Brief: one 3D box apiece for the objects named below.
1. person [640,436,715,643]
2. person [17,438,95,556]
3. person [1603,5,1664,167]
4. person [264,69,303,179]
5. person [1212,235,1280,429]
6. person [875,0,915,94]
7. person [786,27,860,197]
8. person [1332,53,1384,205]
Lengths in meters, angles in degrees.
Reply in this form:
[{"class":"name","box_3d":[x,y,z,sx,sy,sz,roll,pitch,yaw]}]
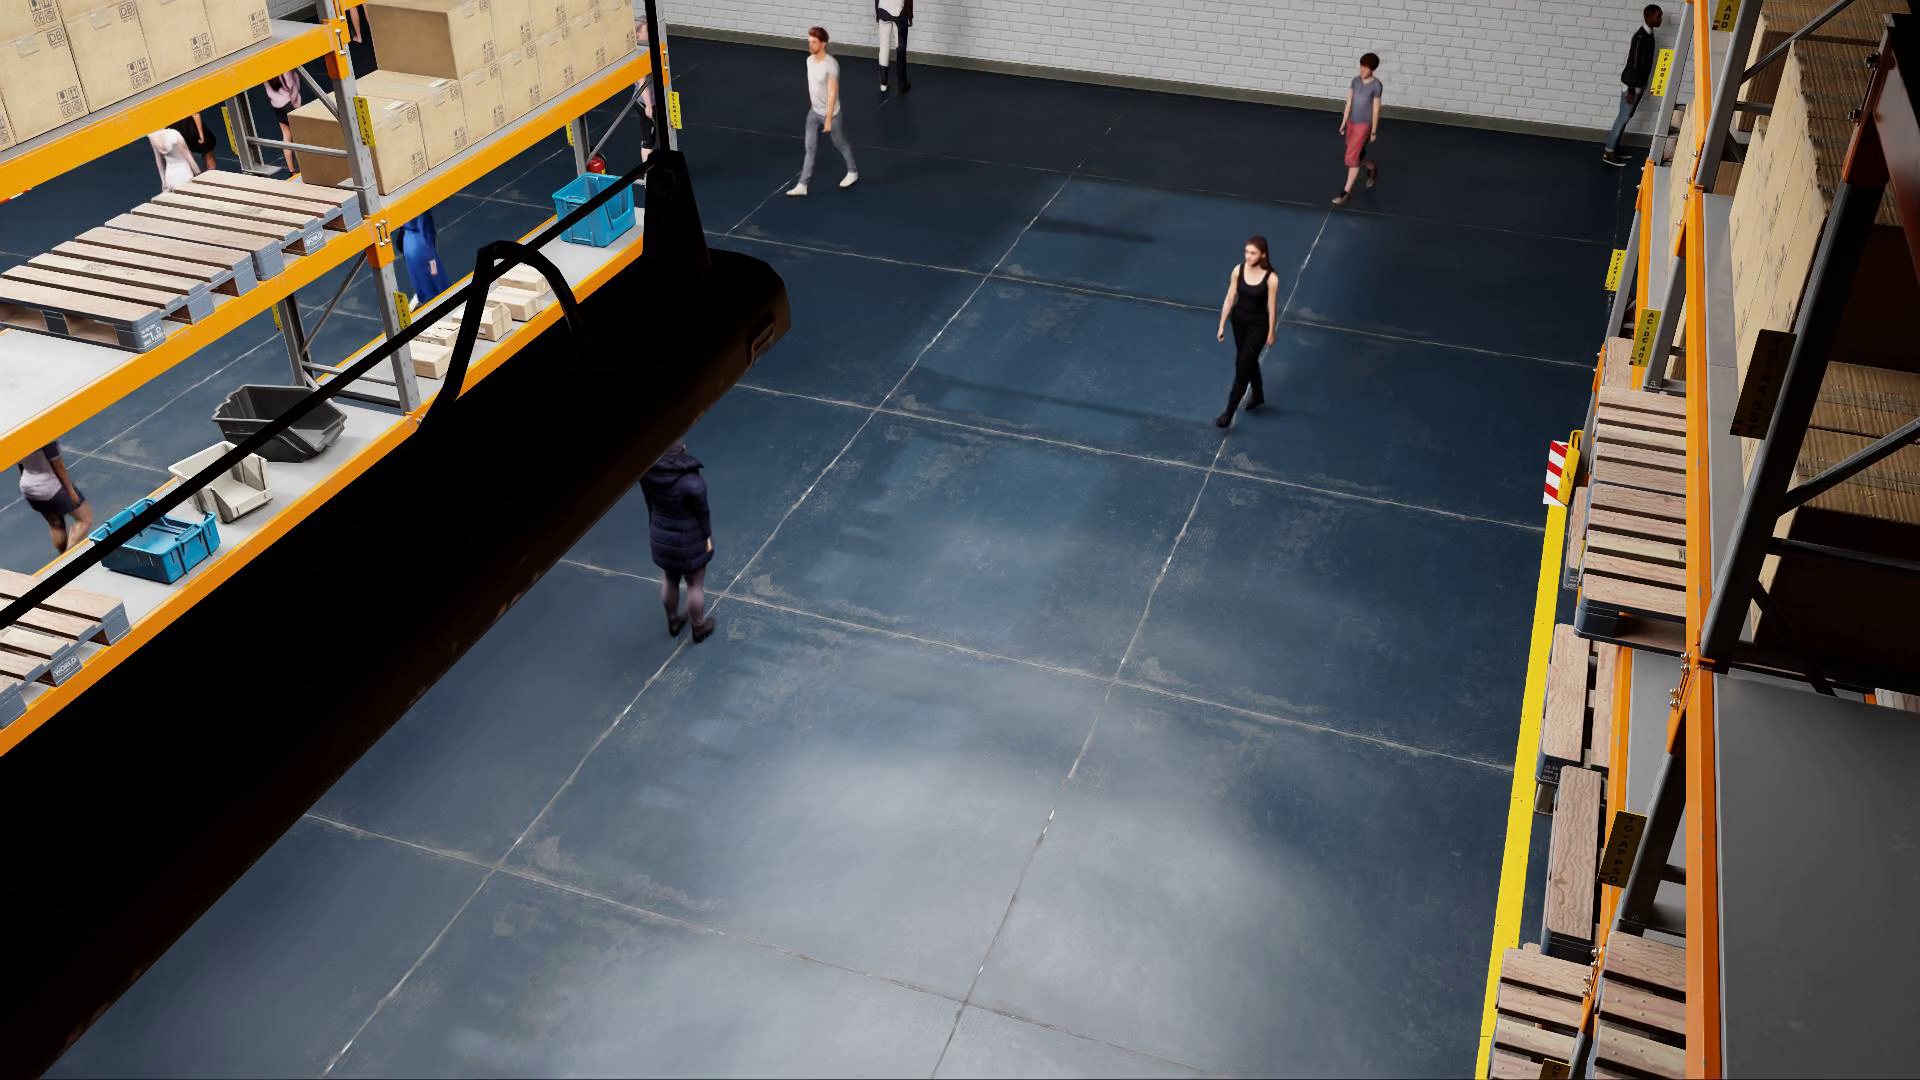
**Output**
[{"class":"person","box_3d":[-1.939,-0.036,11.475,0.677,1.675,0.659,15,36,21]},{"class":"person","box_3d":[-6.663,-0.367,12.079,0.587,1.558,0.628,9,35,14]},{"class":"person","box_3d":[7.789,-5.284,19.242,0.778,1.818,0.560,20,38,27]},{"class":"person","box_3d":[-7.507,-4.806,18.530,0.661,1.811,0.598,19,38,27]},{"class":"person","box_3d":[2.517,-1.813,14.173,0.840,1.649,1.120,25,41,33]},{"class":"person","box_3d":[-0.863,-6.718,21.333,0.686,1.892,0.617,8,34,11]},{"class":"person","box_3d":[-1.405,-4.723,18.380,0.999,1.839,1.325,27,42,34]},{"class":"person","box_3d":[4.467,-4.568,18.337,1.130,1.628,0.964,-21,39,-29]}]
